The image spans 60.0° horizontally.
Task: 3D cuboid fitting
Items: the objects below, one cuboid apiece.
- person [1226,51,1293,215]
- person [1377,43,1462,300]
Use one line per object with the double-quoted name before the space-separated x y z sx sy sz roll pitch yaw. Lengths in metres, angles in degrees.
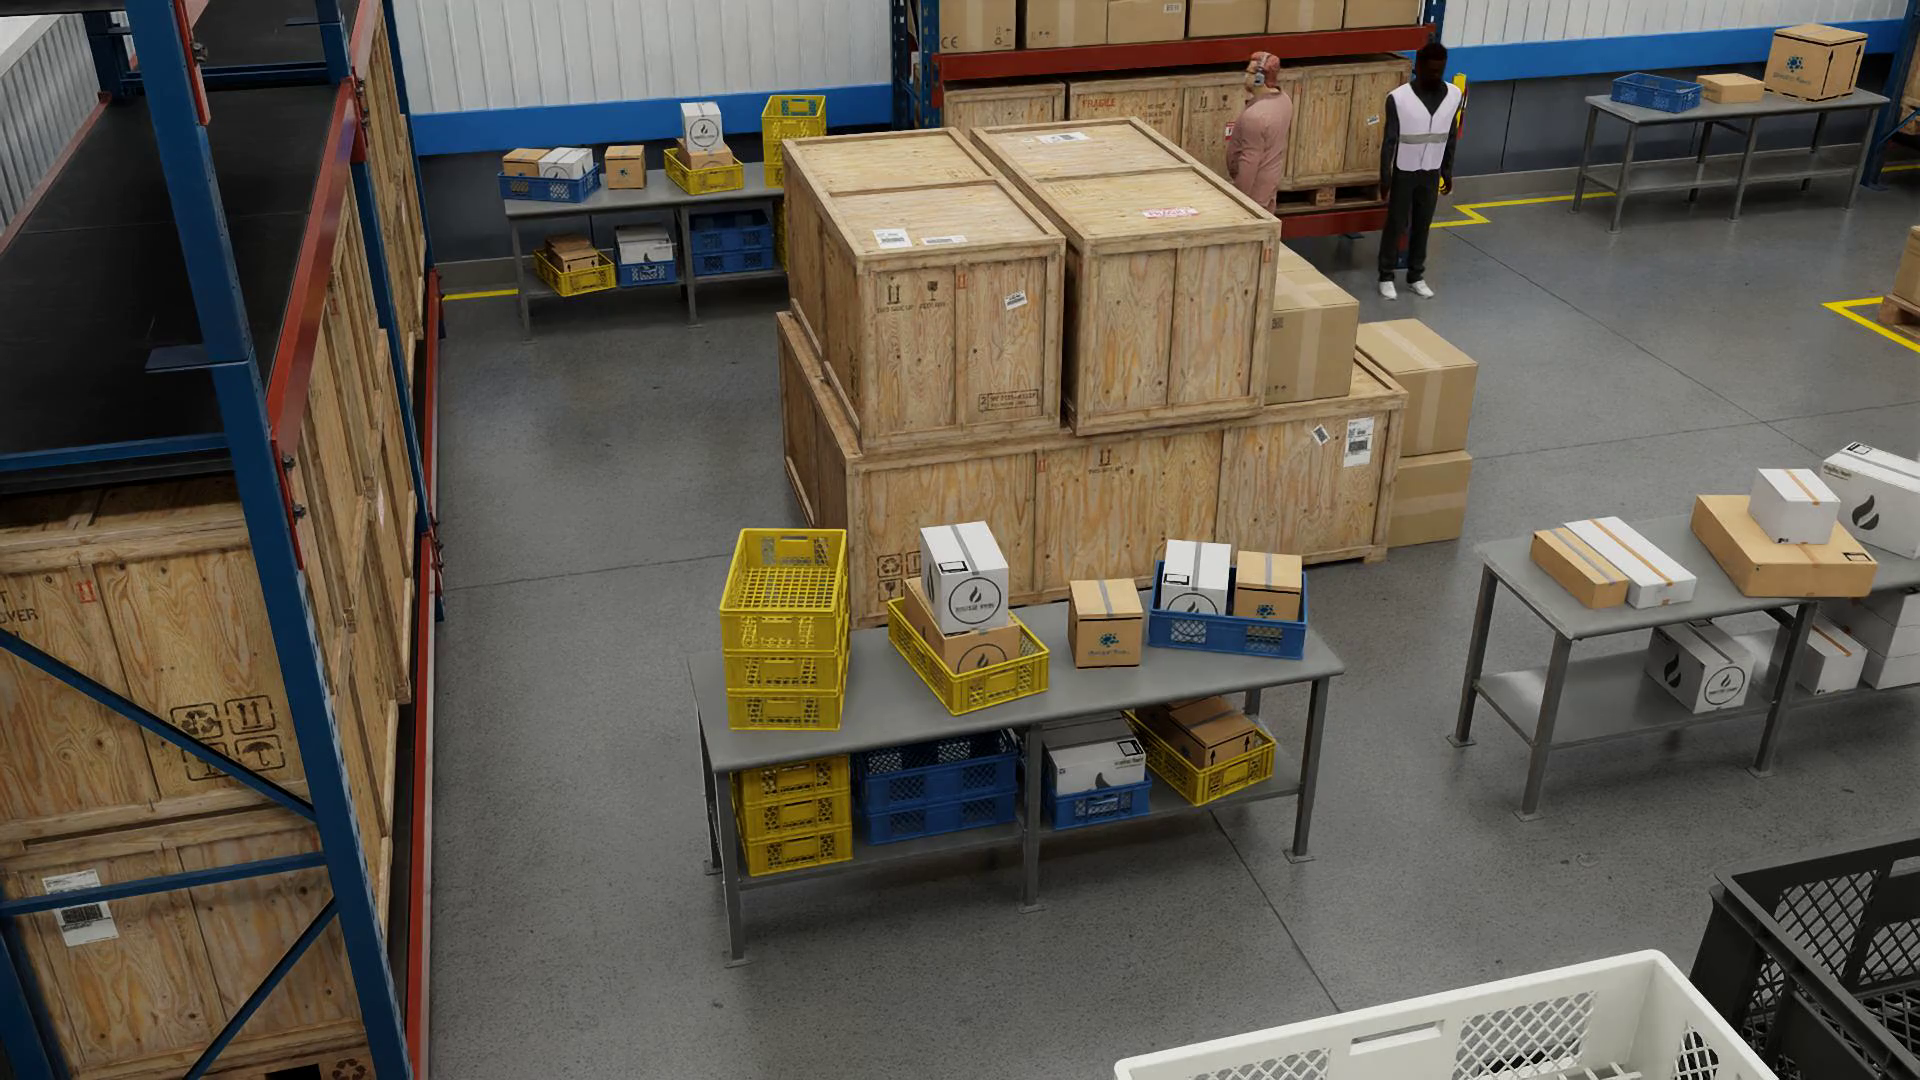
"person" 2.120 -2.572 12.070 0.411 1.913 0.643 15 32 25
"person" 3.391 -2.743 12.386 0.597 1.910 0.402 -7 30 -12
